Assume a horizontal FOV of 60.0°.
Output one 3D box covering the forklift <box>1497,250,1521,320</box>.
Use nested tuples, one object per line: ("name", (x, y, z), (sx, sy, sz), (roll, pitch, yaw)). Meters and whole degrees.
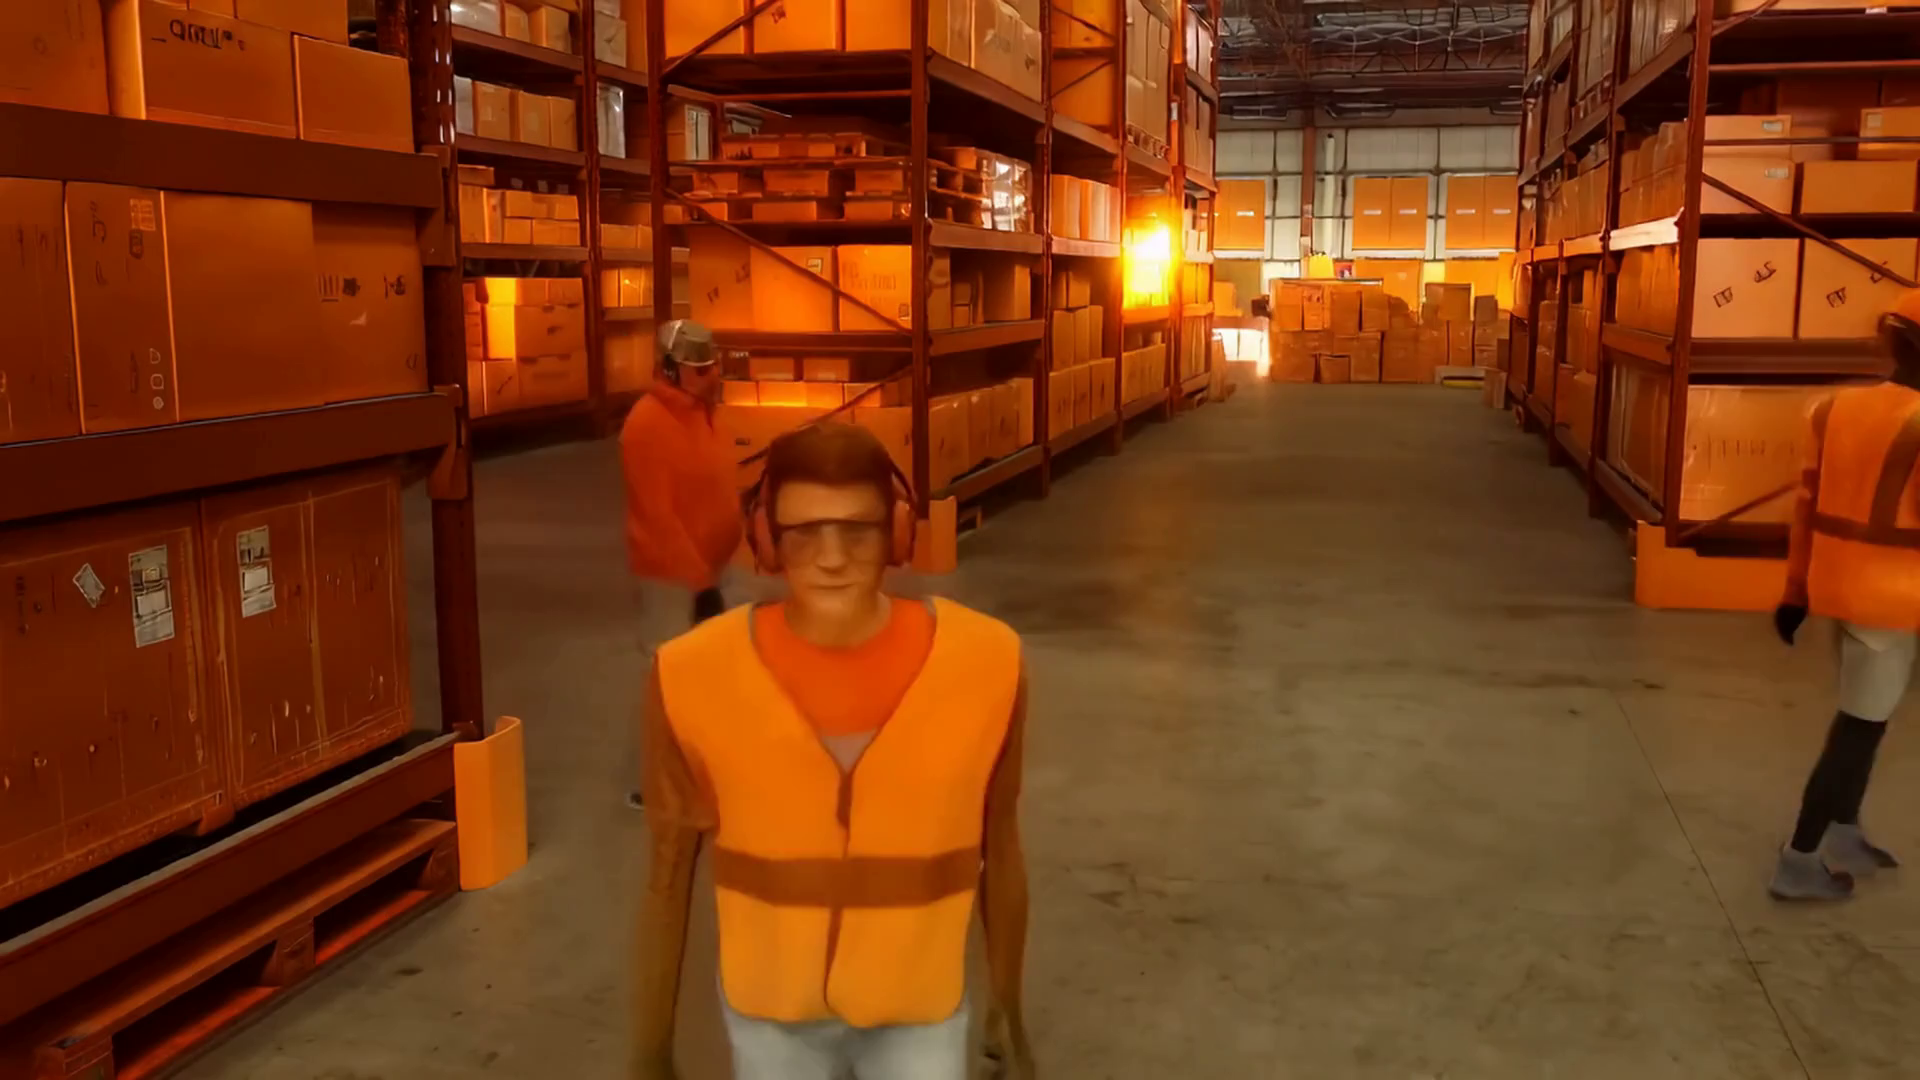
("forklift", (16.010, -6.928, 47.789), (1.129, 2.768, 1.873), (2, 9, 15))

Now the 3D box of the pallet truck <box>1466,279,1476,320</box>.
("pallet truck", (18.896, -8.459, 60.307), (1.885, 1.965, 0.823), (5, 10, 31))

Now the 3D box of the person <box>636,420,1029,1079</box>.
("person", (-0.174, 0.737, 2.442), (0.591, 1.817, 0.704), (-1, 9, -6))

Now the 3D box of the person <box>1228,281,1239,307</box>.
("person", (9.338, -8.019, 57.702), (0.634, 1.936, 0.351), (1, 9, 7))

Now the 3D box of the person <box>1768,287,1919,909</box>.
("person", (2.958, 0.201, 5.251), (0.755, 2.006, 0.638), (-2, 9, -12))

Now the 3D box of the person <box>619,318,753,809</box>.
("person", (-0.913, 0.130, 6.135), (0.737, 1.875, 0.652), (3, 9, 19))
